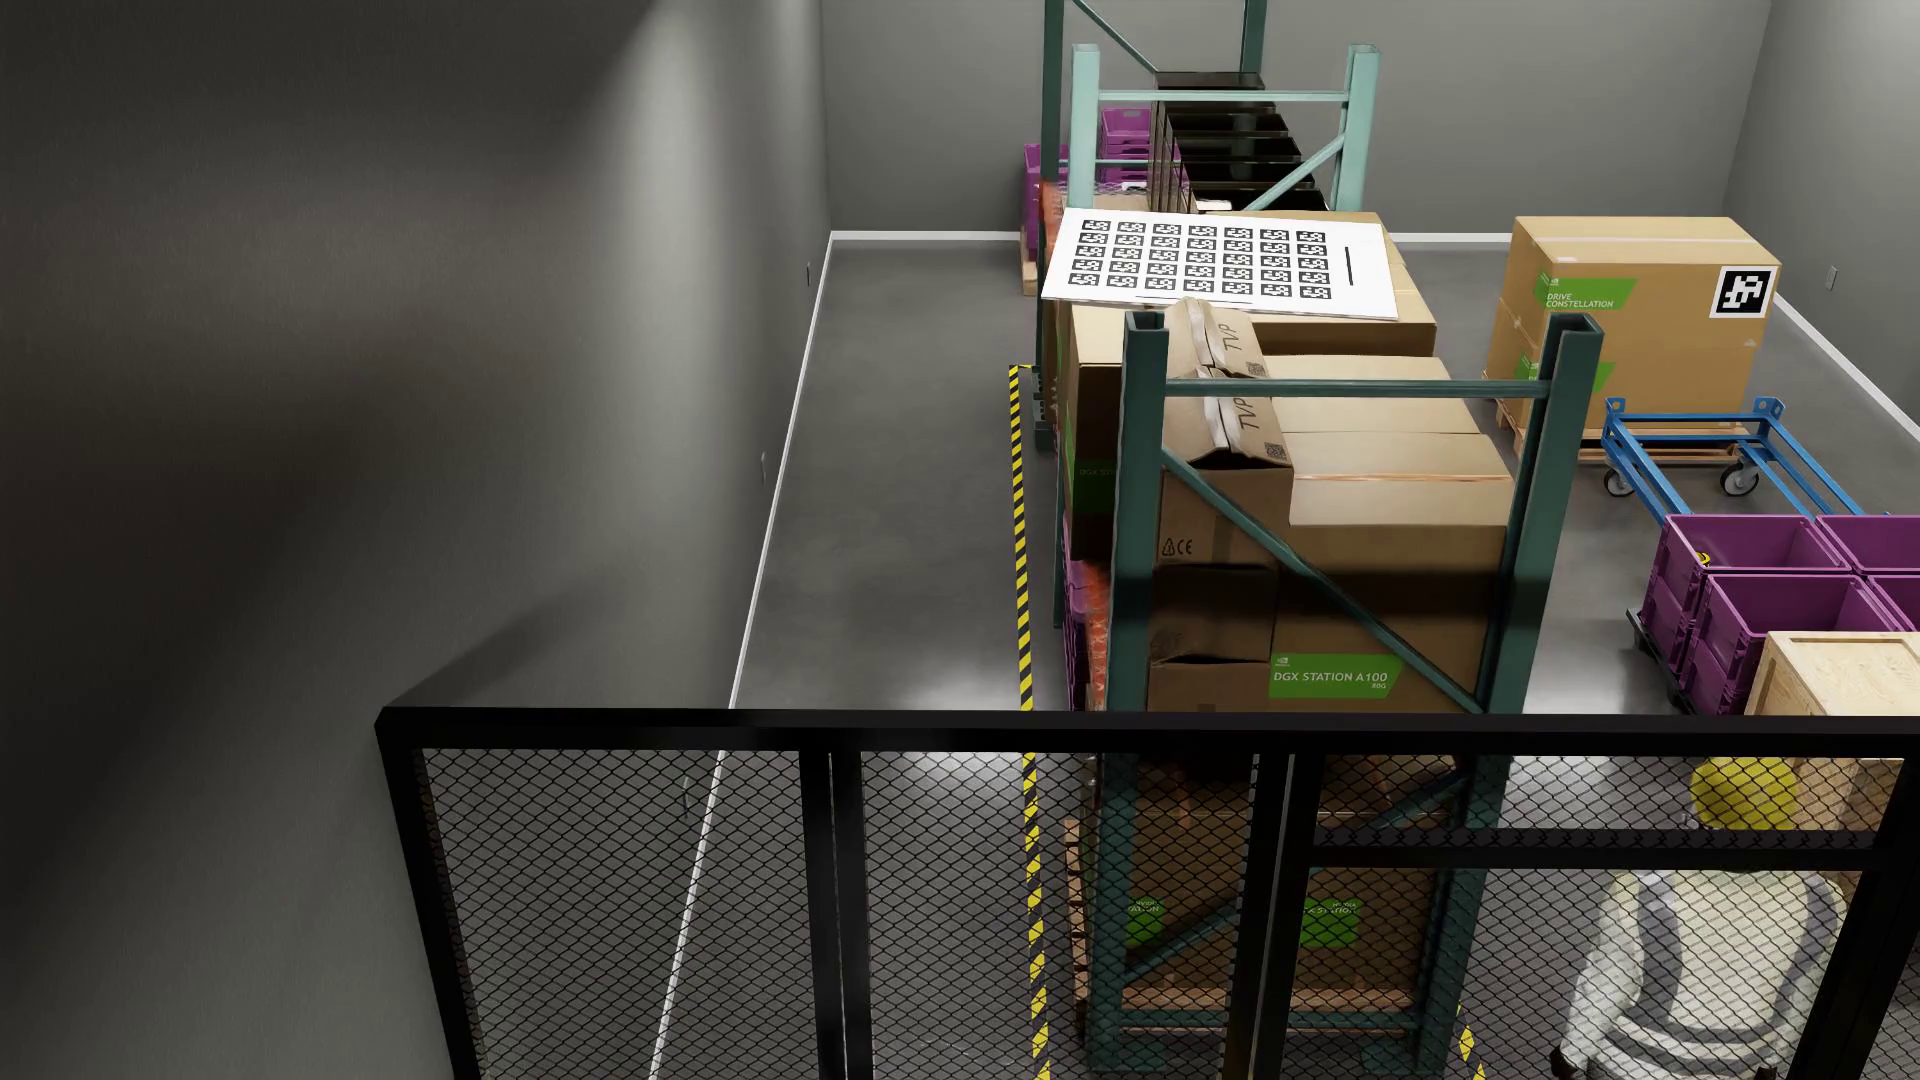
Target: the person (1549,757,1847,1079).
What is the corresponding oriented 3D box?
[{"bbox_3d":[1.809,1.260,4.221,0.588,1.835,0.403,1,31,1],"label":"person"}]
